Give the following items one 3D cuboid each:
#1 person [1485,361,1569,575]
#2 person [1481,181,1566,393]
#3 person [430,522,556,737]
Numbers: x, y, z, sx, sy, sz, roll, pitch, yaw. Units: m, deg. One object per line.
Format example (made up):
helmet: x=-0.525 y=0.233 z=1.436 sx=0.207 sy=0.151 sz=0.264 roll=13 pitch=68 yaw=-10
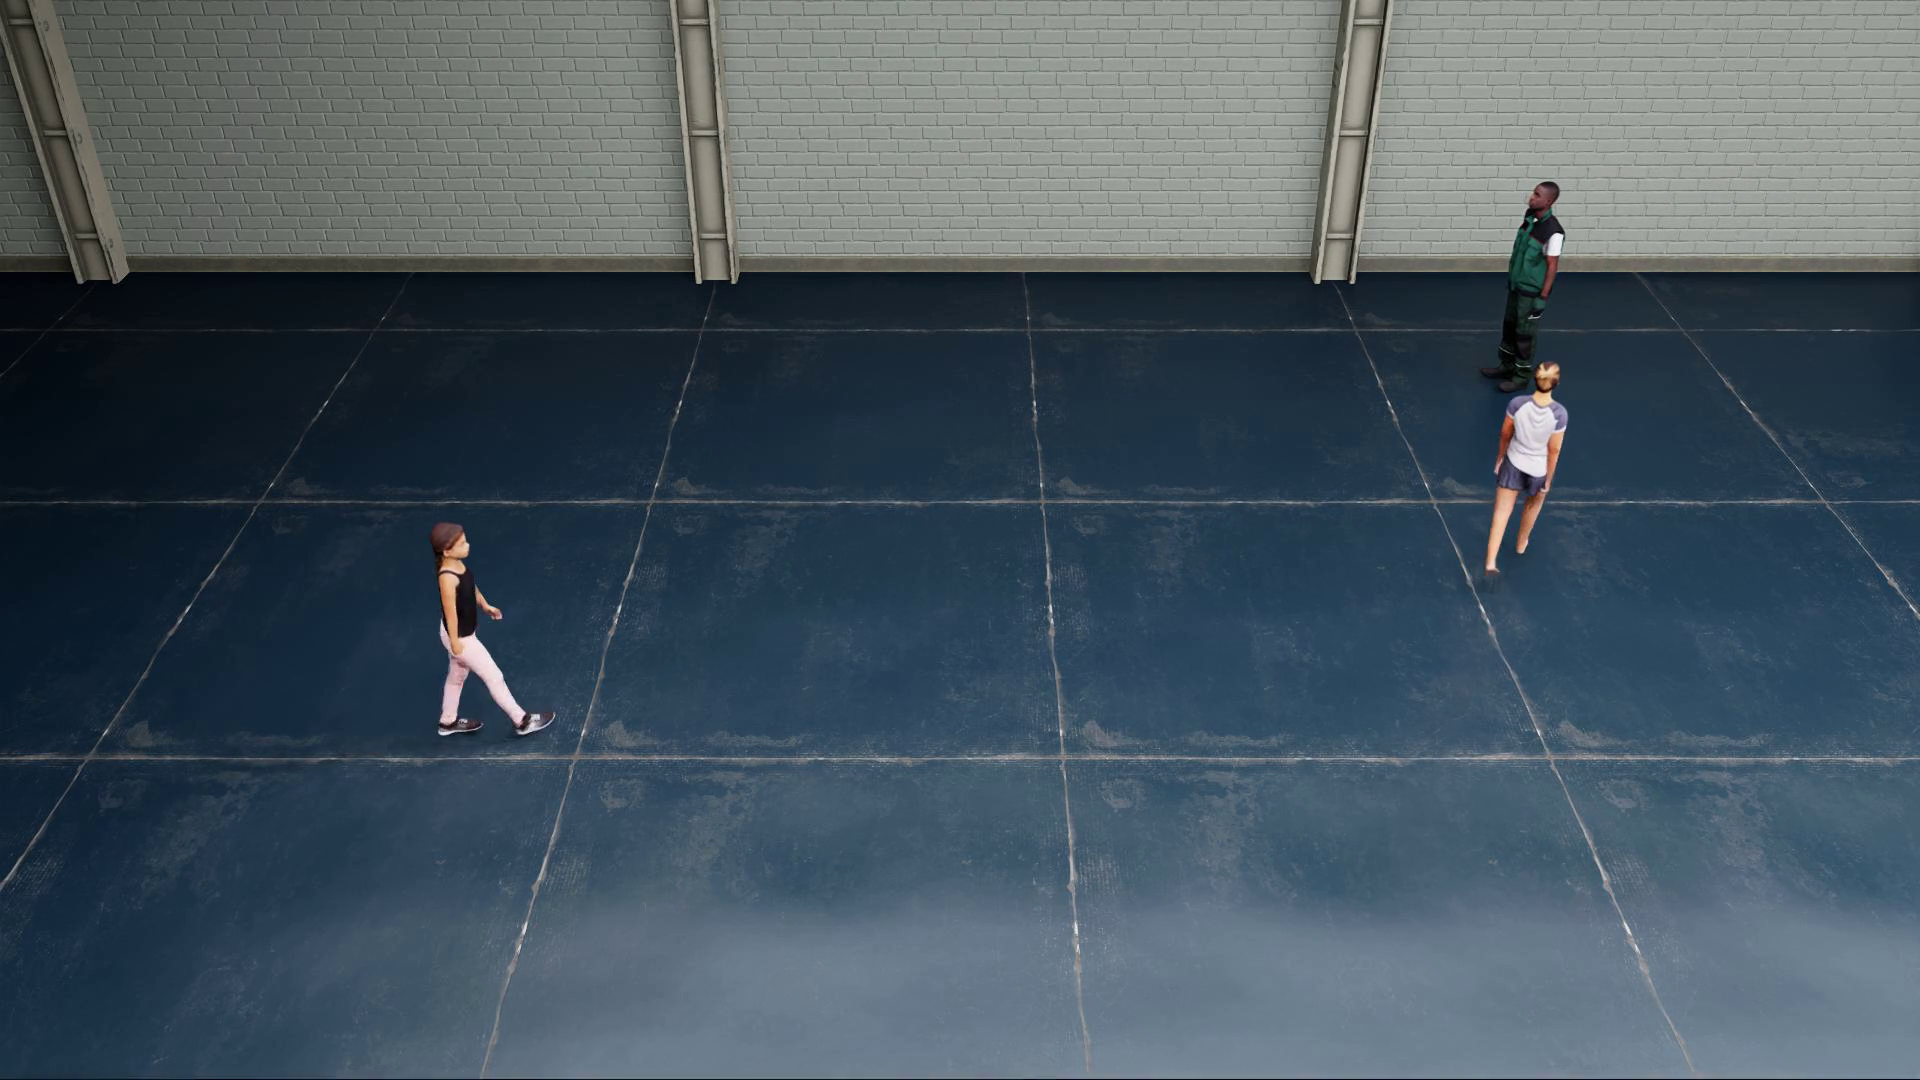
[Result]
person: x=3.917 y=-0.465 z=11.540 sx=1.005 sy=1.595 sz=0.903 roll=15 pitch=36 yaw=21
person: x=4.750 y=-2.115 z=13.854 sx=0.669 sy=1.839 sz=0.723 roll=-6 pitch=33 yaw=-8
person: x=-3.063 y=0.574 z=10.003 sx=0.993 sy=1.529 sz=0.673 roll=-8 pitch=34 yaw=-12
